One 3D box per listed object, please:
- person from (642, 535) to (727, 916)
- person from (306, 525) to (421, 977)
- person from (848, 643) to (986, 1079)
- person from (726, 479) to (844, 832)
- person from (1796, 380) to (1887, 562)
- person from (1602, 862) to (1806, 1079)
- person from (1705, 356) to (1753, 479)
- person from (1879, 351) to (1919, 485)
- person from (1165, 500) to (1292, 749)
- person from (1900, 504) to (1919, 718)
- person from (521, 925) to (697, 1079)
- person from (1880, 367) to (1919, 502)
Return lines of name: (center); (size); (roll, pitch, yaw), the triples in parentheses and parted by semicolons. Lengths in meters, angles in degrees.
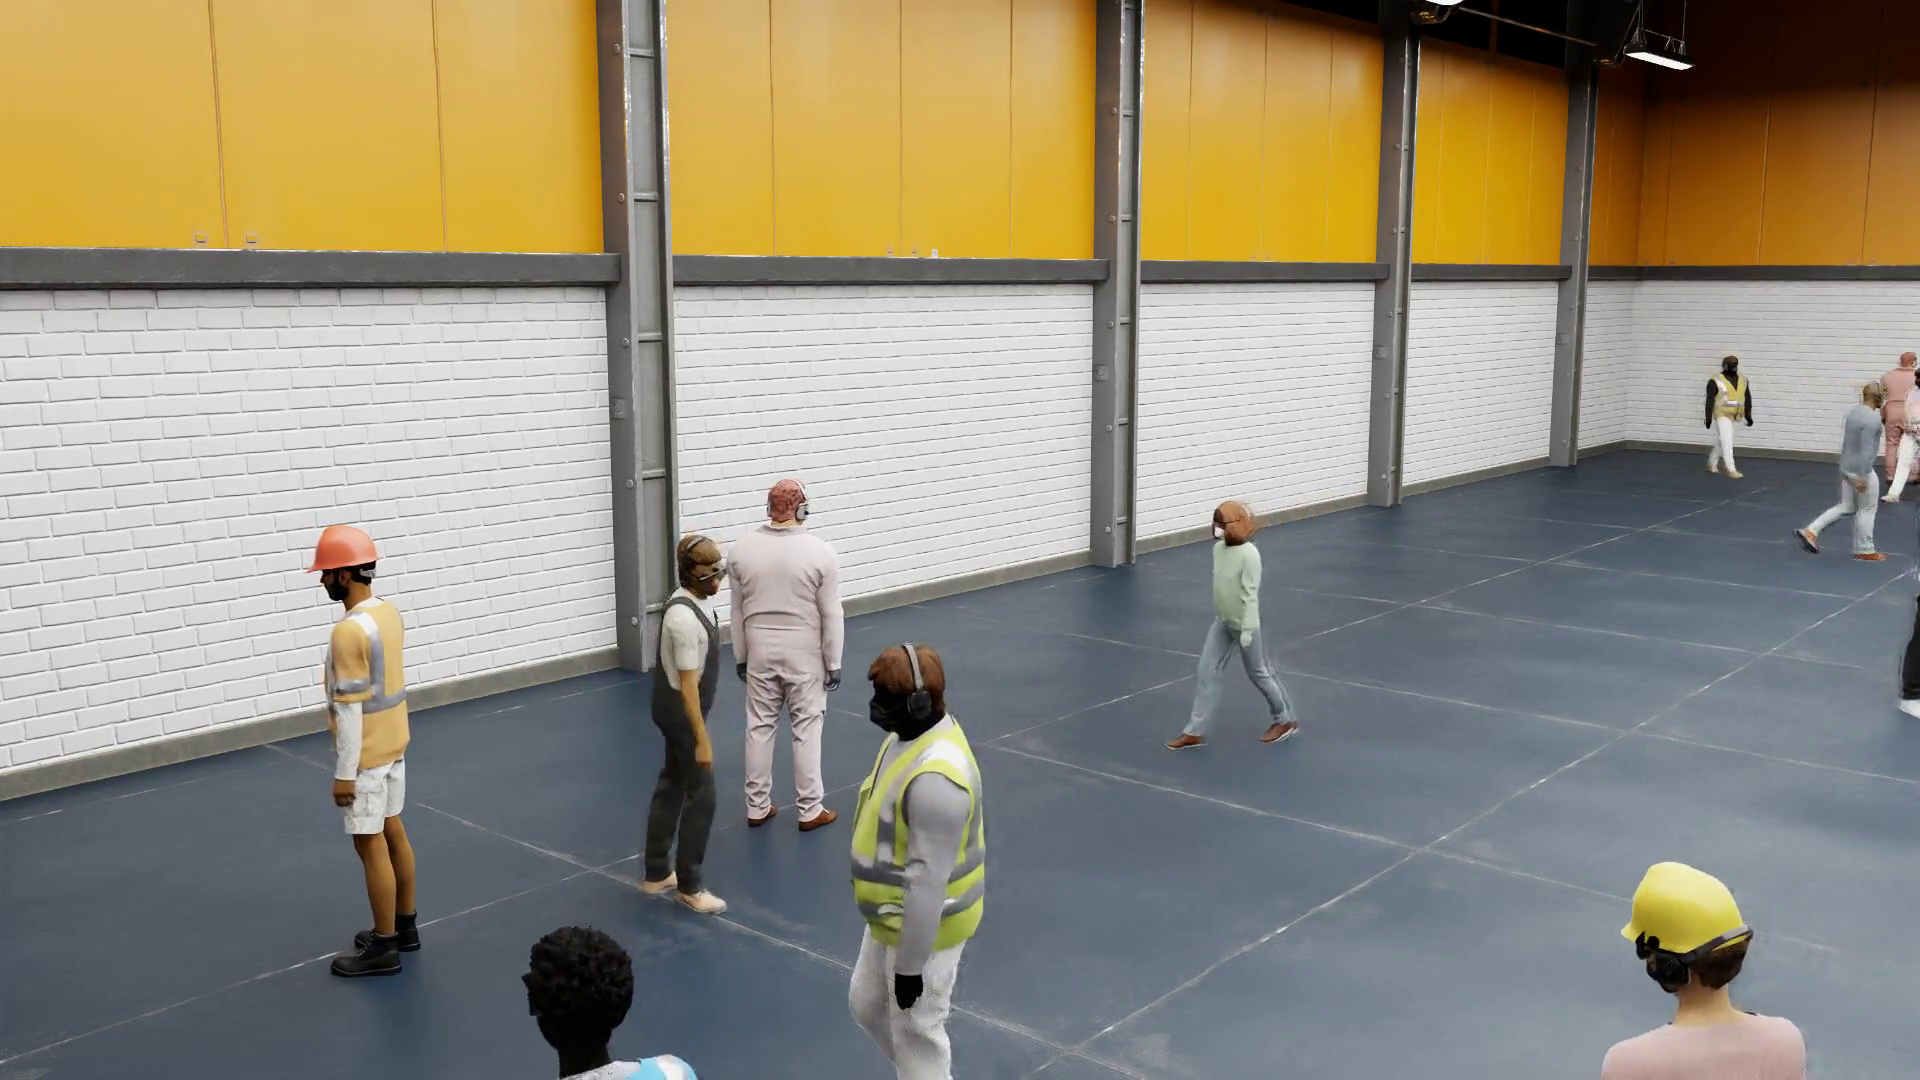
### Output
person: (-1.305, 0.853, 7.777); (0.459, 1.800, 0.611); (-1, 9, -8)
person: (-2.559, 0.893, 7.111); (0.381, 1.929, 0.542); (0, 9, -1)
person: (-0.140, 1.223, 5.318); (0.435, 1.831, 0.660); (-1, 9, -9)
person: (-0.920, 0.616, 8.942); (0.644, 1.900, 0.403); (2, 9, 14)
person: (9.245, -0.714, 17.295); (0.799, 1.907, 0.639); (1, 9, 9)
person: (1.544, 1.539, 3.635); (0.561, 1.730, 0.733); (-3, 9, -16)
person: (11.391, -1.844, 24.717); (0.623, 1.805, 0.968); (-2, 9, -13)
person: (13.431, -1.732, 23.690); (0.461, 1.901, 0.667); (-9, 13, -44)
person: (1.757, 0.529, 10.475); (0.863, 1.583, 0.508); (-4, 10, -25)
person: (6.545, 0.330, 10.847); (0.590, 1.858, 1.010); (-1, 9, -3)
person: (-0.808, 1.597, 3.498); (0.554, 1.655, 0.825); (-7, 12, -39)
person: (12.614, -1.380, 21.813); (0.945, 1.797, 0.639); (-3, 10, -19)
